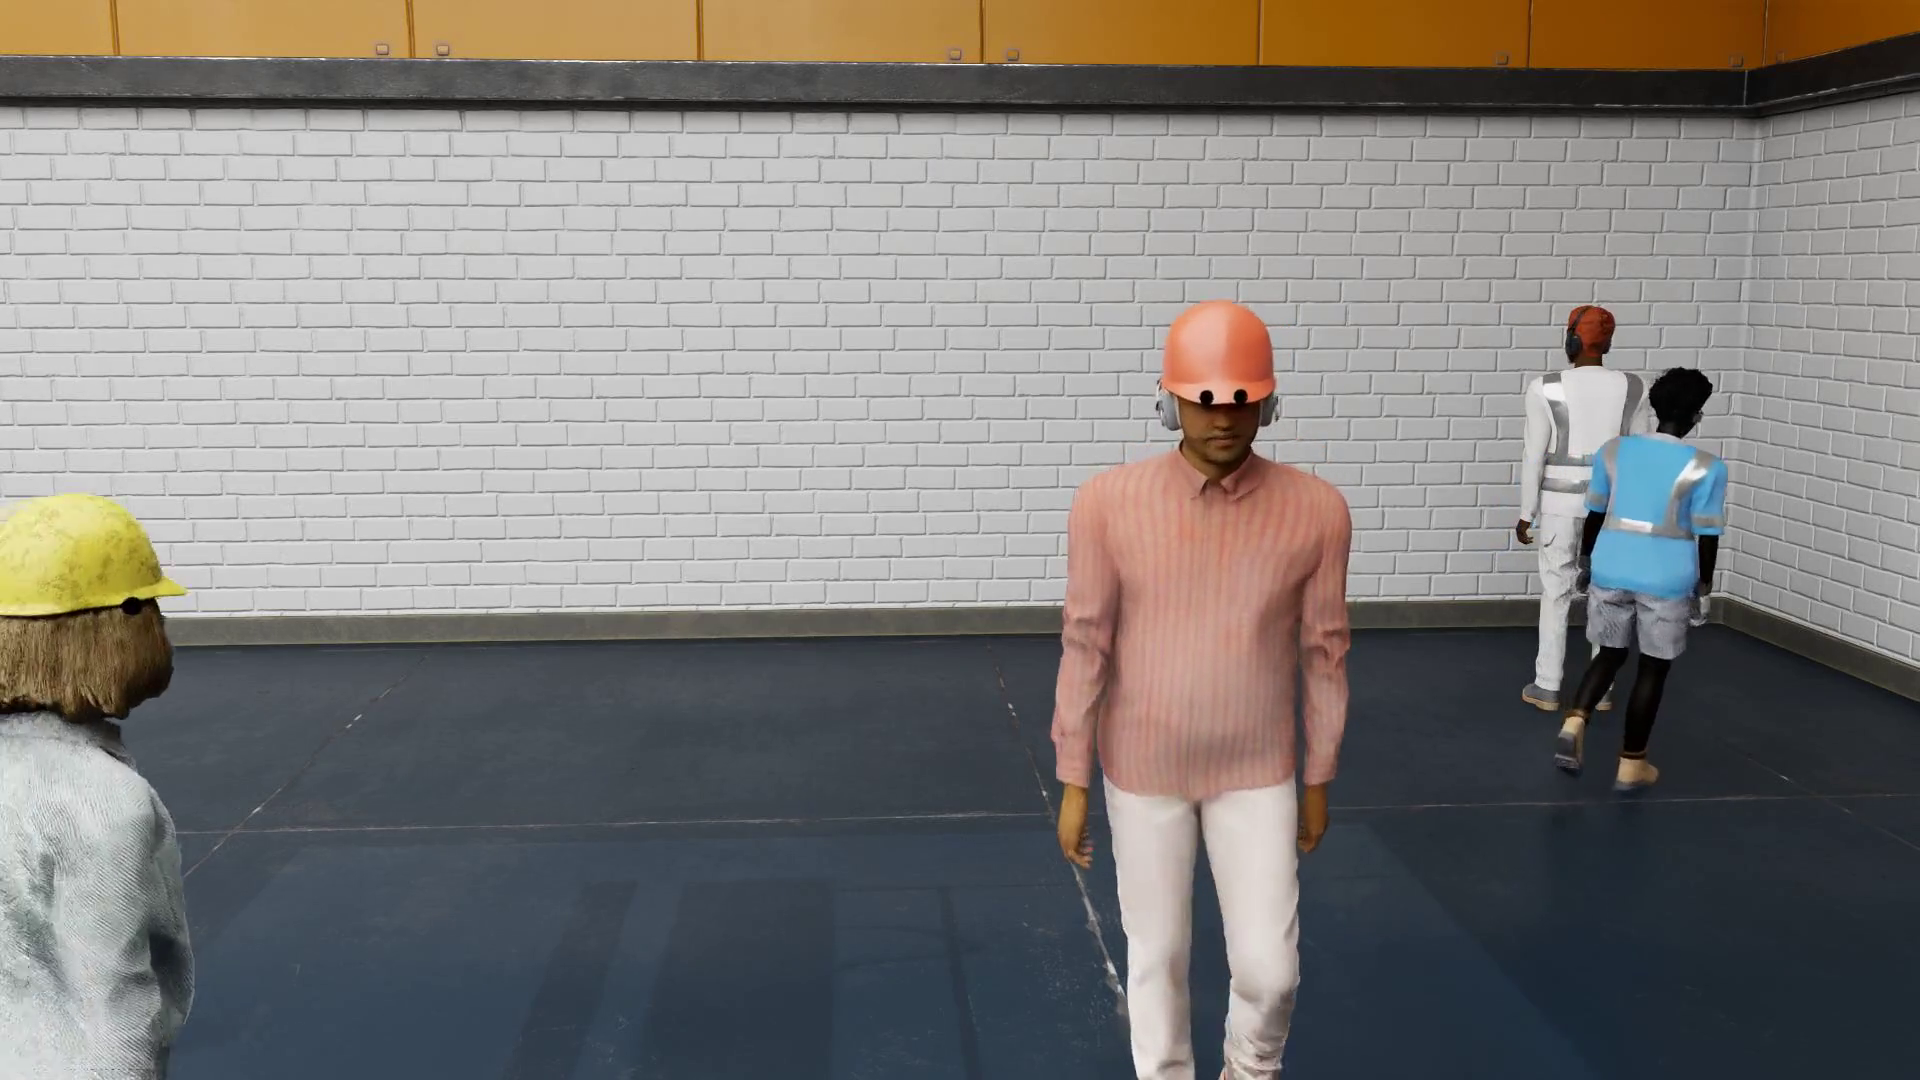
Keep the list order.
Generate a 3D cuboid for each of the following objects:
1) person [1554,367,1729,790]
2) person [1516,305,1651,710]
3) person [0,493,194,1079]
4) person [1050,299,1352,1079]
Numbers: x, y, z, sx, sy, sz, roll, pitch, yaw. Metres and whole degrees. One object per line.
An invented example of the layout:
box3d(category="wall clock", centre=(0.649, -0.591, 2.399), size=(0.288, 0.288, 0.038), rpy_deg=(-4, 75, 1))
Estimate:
box3d(category="person", centre=(2.629, 0.172, 6.425), size=(0.520, 1.671, 0.573), rpy_deg=(-8, 12, -41))
box3d(category="person", centre=(2.884, -0.139, 7.725), size=(0.583, 1.883, 0.350), rpy_deg=(0, 9, 2))
box3d(category="person", centre=(-1.214, 0.801, 2.292), size=(0.487, 1.733, 0.399), rpy_deg=(7, 11, 36))
box3d(category="person", centre=(0.500, 0.487, 3.499), size=(0.622, 1.969, 0.444), rpy_deg=(1, 9, 8))
